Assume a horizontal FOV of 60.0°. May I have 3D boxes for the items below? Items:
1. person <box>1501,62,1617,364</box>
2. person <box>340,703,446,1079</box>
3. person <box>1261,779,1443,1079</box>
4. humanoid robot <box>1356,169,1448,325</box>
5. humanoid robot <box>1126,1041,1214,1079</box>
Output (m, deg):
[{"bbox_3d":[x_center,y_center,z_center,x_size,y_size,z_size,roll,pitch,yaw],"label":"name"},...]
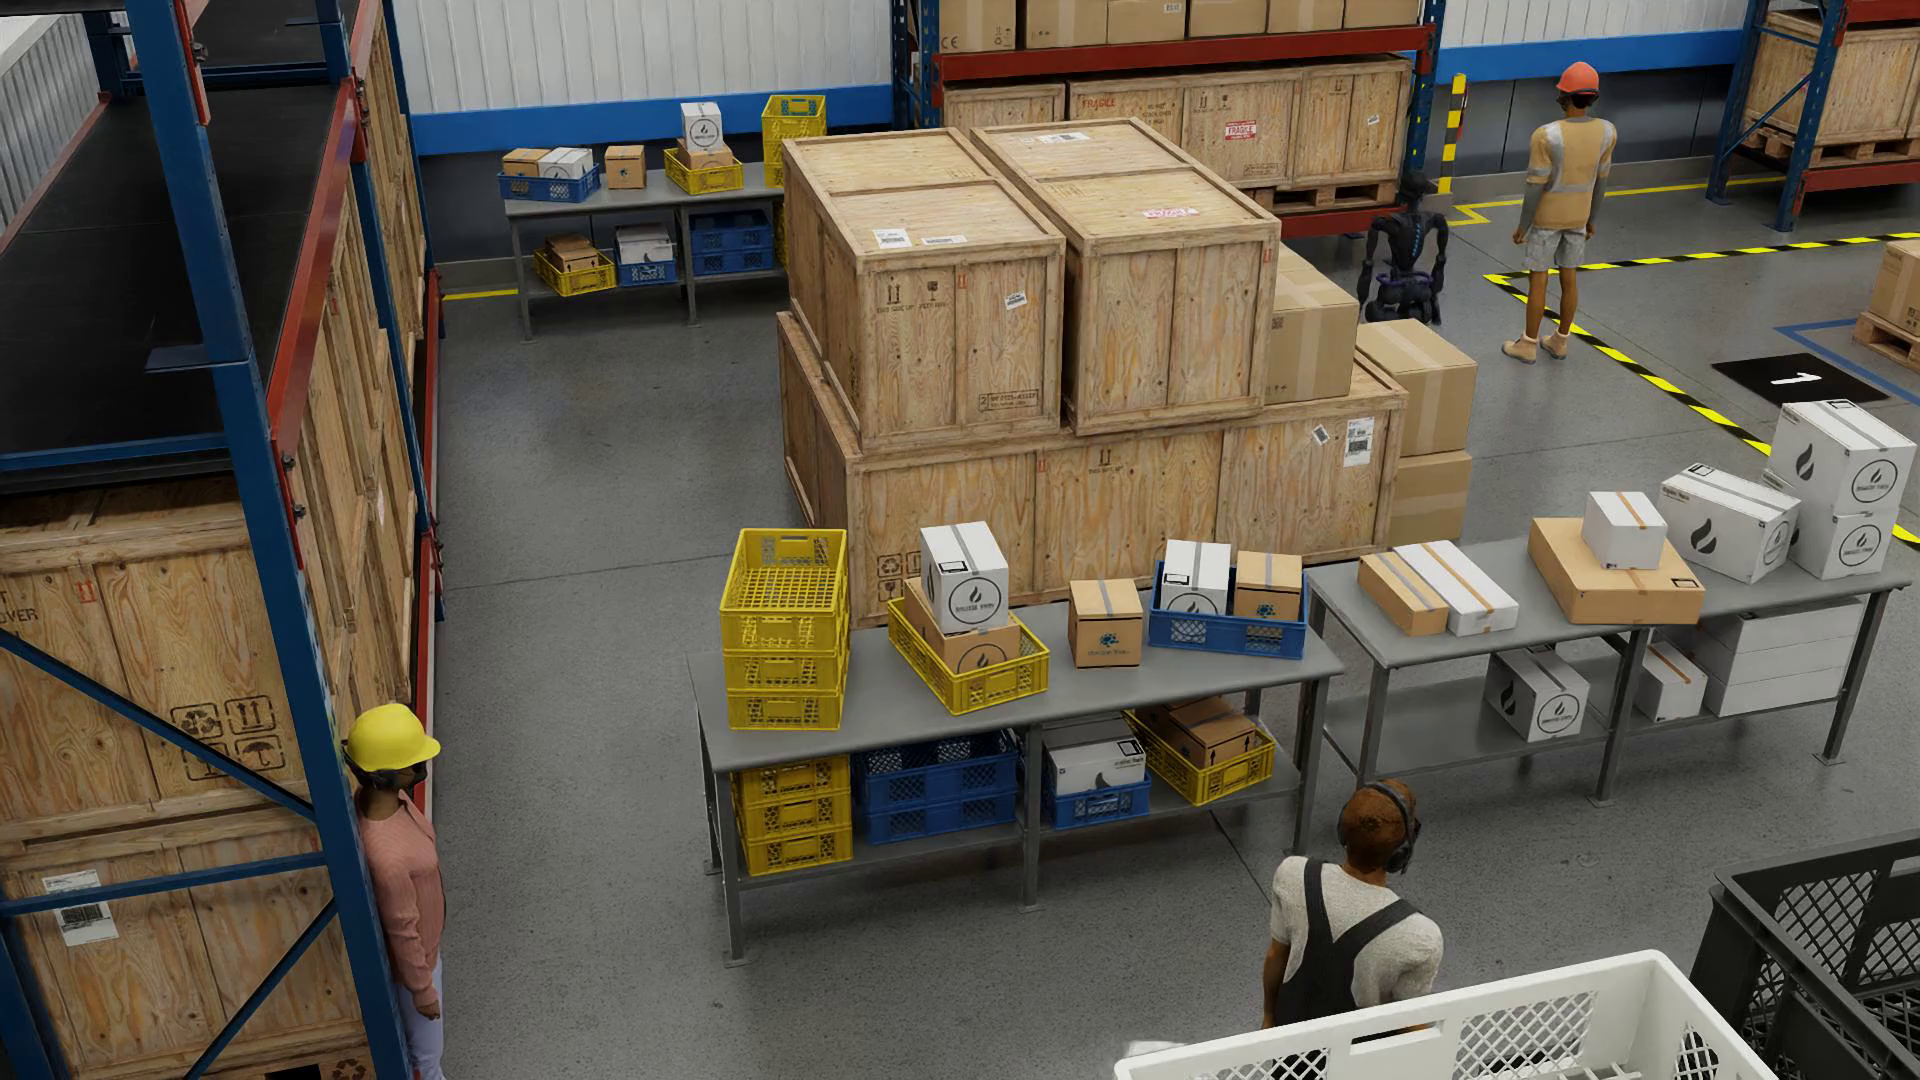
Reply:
[{"bbox_3d":[4.034,-2.190,11.255,0.607,2.043,0.394,-7,30,-12],"label":"person"},{"bbox_3d":[-1.711,1.274,5.261,0.337,1.761,0.522,-9,30,-17],"label":"person"},{"bbox_3d":[1.095,1.471,4.827,0.506,1.837,0.333,21,35,33],"label":"person"},{"bbox_3d":[2.769,-1.485,10.386,0.614,1.637,0.700,-5,29,-10],"label":"humanoid robot"},{"bbox_3d":[0.189,1.937,4.116,0.817,1.799,0.565,1,29,2],"label":"humanoid robot"}]
